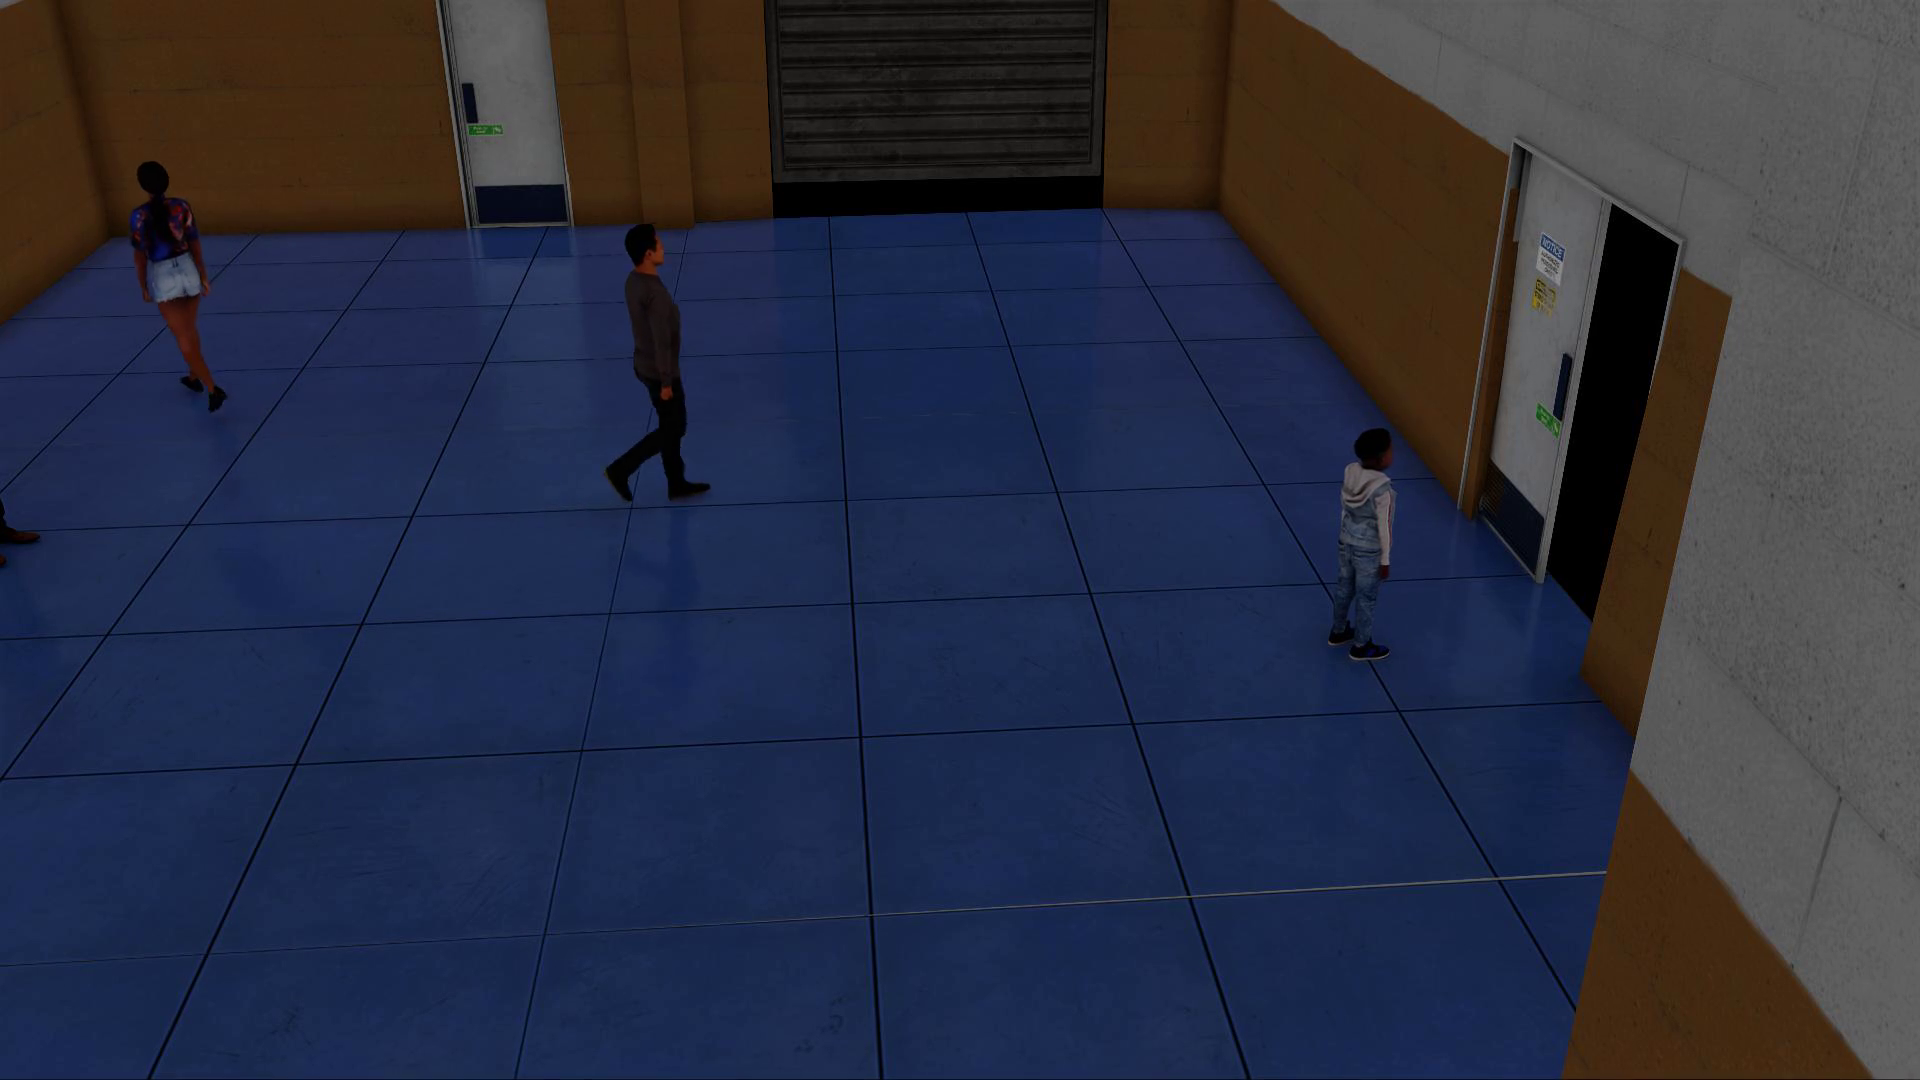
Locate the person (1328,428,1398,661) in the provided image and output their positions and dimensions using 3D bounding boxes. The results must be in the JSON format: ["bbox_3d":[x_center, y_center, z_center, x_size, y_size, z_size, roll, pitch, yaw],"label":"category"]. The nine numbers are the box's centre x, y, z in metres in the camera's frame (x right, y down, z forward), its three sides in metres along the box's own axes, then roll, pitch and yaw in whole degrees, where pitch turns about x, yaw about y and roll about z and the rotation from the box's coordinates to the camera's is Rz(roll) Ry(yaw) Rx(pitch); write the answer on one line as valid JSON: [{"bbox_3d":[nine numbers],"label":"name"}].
[{"bbox_3d":[2.063,0.012,8.507,0.577,1.261,0.546,-13,30,-24],"label":"person"}]

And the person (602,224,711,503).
[{"bbox_3d":[-1.884,-1.013,9.981,1.012,1.755,0.847,-9,28,-18],"label":"person"}]

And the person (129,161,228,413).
[{"bbox_3d":[-5.326,-1.697,11.387,1.140,1.703,1.119,23,35,37],"label":"person"}]
